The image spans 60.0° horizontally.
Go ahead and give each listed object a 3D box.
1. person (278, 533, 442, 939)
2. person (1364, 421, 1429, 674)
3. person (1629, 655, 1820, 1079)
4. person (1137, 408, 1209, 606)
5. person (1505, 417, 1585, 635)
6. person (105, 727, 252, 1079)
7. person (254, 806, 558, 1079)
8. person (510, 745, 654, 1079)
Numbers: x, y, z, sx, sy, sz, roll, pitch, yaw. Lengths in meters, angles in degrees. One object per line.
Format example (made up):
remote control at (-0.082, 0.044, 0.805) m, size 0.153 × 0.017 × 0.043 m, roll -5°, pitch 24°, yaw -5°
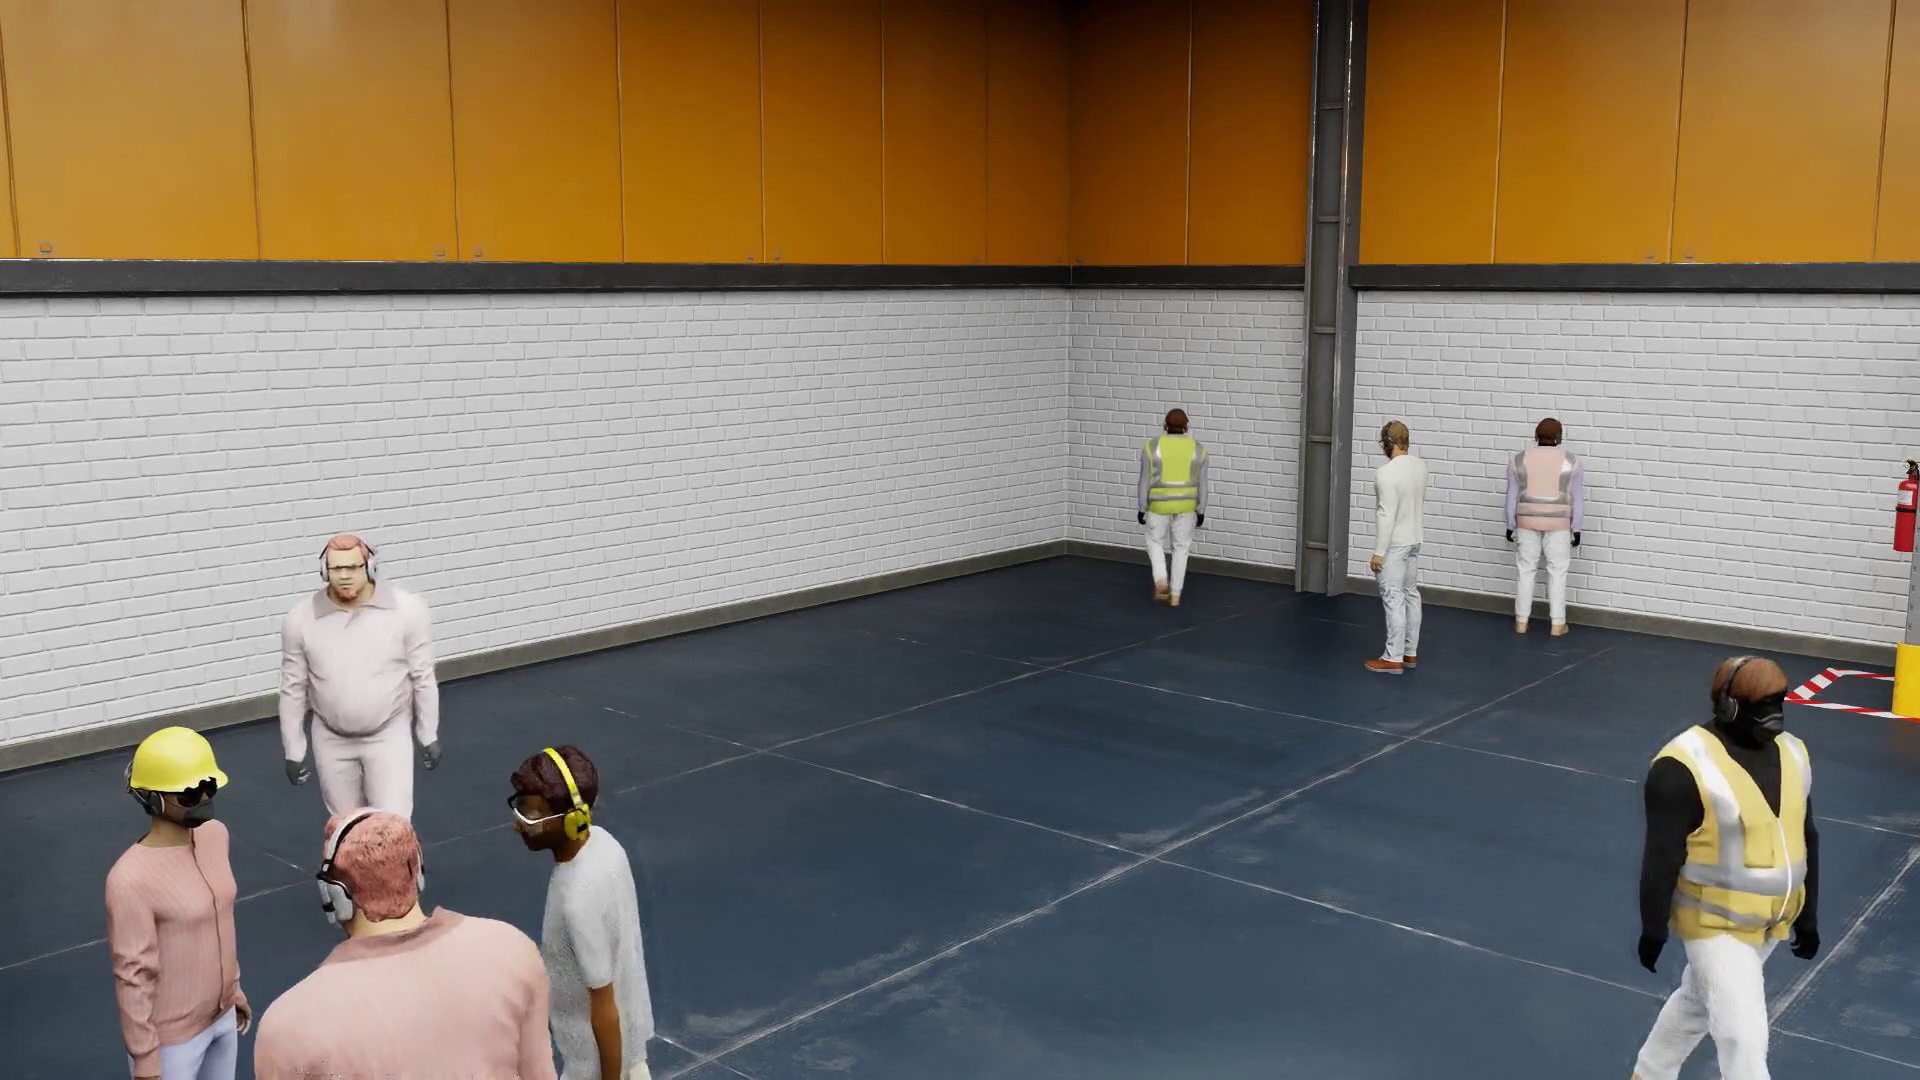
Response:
person at (-2.705, 0.905, 7.485) m, size 0.679 × 1.890 × 0.462 m, roll -1°, pitch 9°, yaw -9°
person at (3.335, 0.056, 12.708) m, size 0.369 × 1.931 × 0.630 m, roll 8°, pitch 12°, yaw 42°
person at (2.606, 1.259, 5.601) m, size 0.639 × 1.797 × 0.945 m, roll -4°, pitch 10°, yaw -24°
person at (1.947, -0.290, 15.191) m, size 0.654 × 1.832 × 0.433 m, roll 0°, pitch 9°, yaw -2°
person at (4.941, -0.116, 14.072) m, size 0.633 × 1.841 × 0.429 m, roll 4°, pitch 10°, yaw 24°
person at (-2.216, 1.397, 4.805) m, size 0.315 × 1.767 × 0.535 m, roll 1°, pitch 9°, yaw 6°
person at (-1.300, 1.503, 3.778) m, size 0.812 × 1.873 × 0.664 m, roll 9°, pitch 13°, yaw 44°
person at (-0.998, 1.419, 4.581) m, size 1.016 × 1.807 × 0.533 m, roll 0°, pitch 9°, yaw 0°
